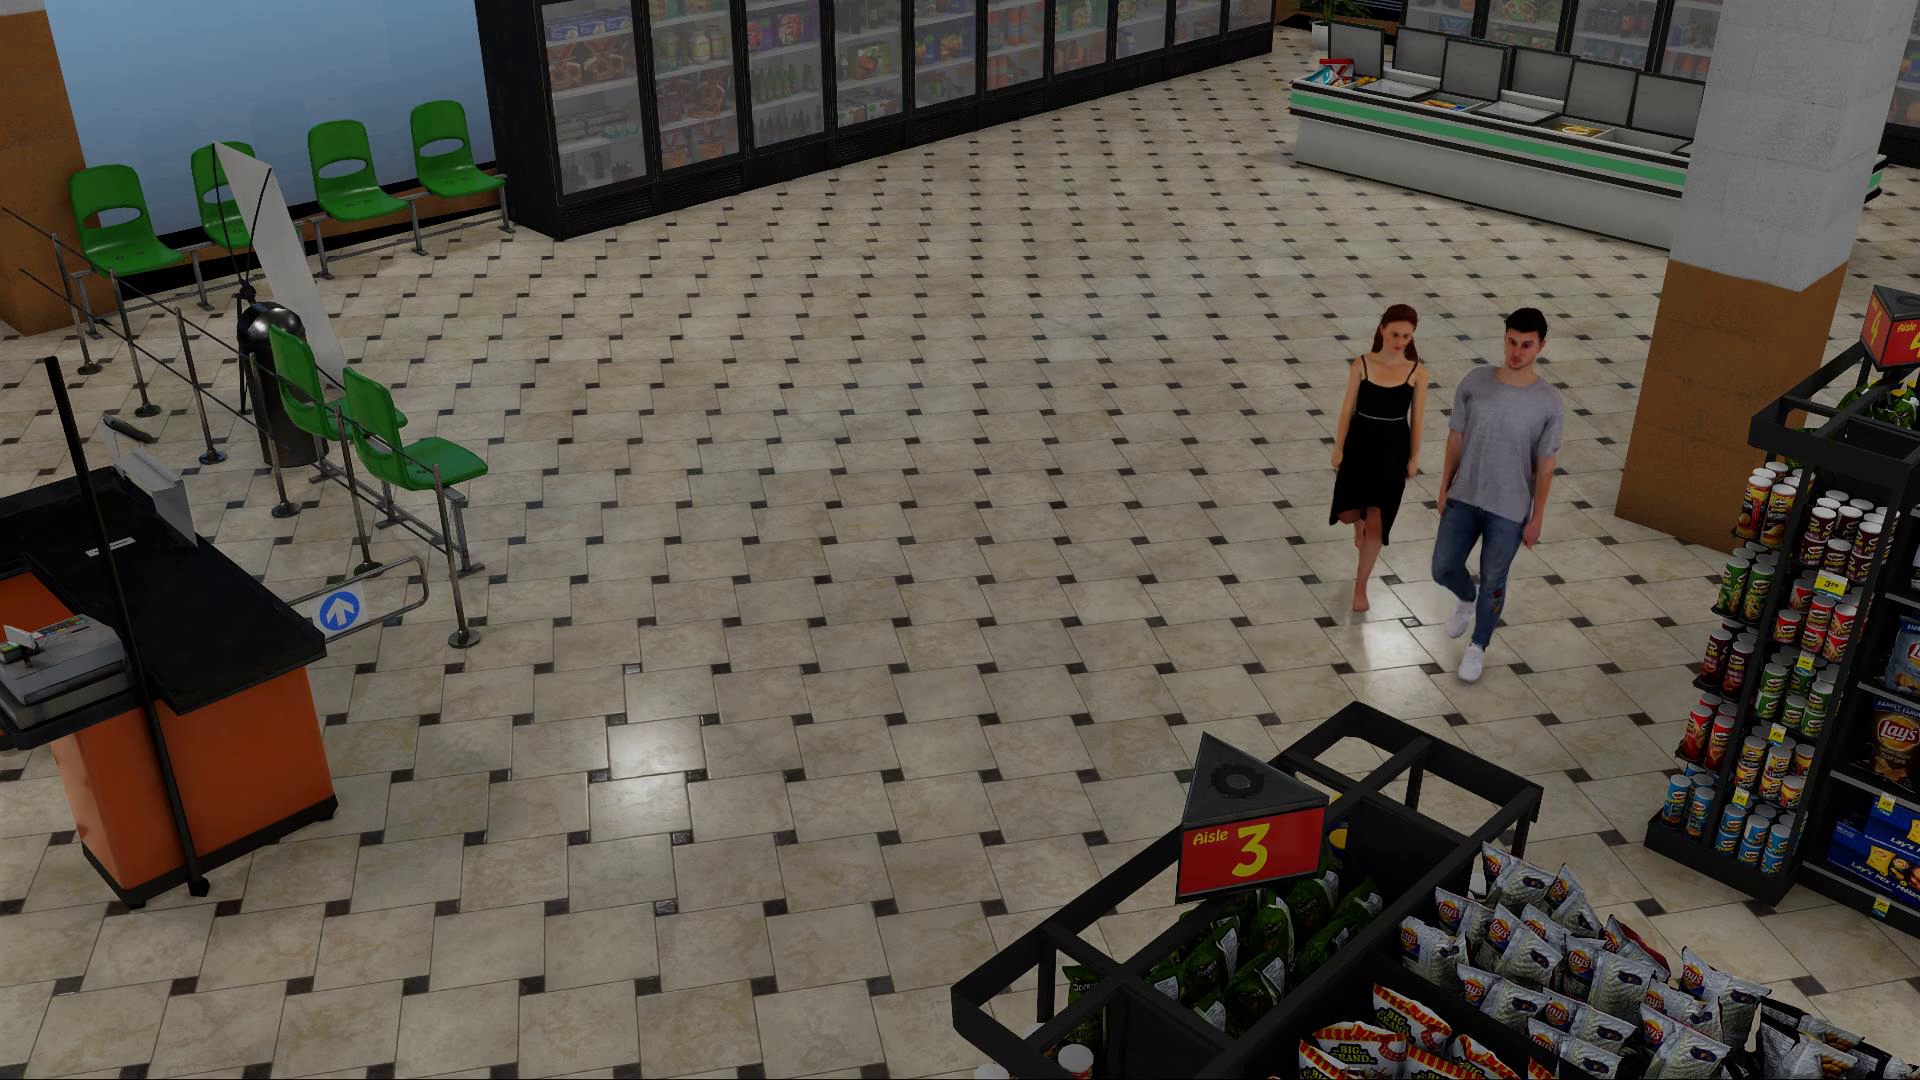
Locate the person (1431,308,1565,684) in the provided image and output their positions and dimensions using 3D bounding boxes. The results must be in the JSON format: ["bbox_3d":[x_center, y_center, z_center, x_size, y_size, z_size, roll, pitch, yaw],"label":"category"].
[{"bbox_3d":[2.556,-0.240,7.927,0.773,1.873,0.825,17,33,28],"label":"person"}]

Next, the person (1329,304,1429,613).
[{"bbox_3d":[2.160,-0.474,8.637,0.986,1.603,0.924,8,30,14],"label":"person"}]
